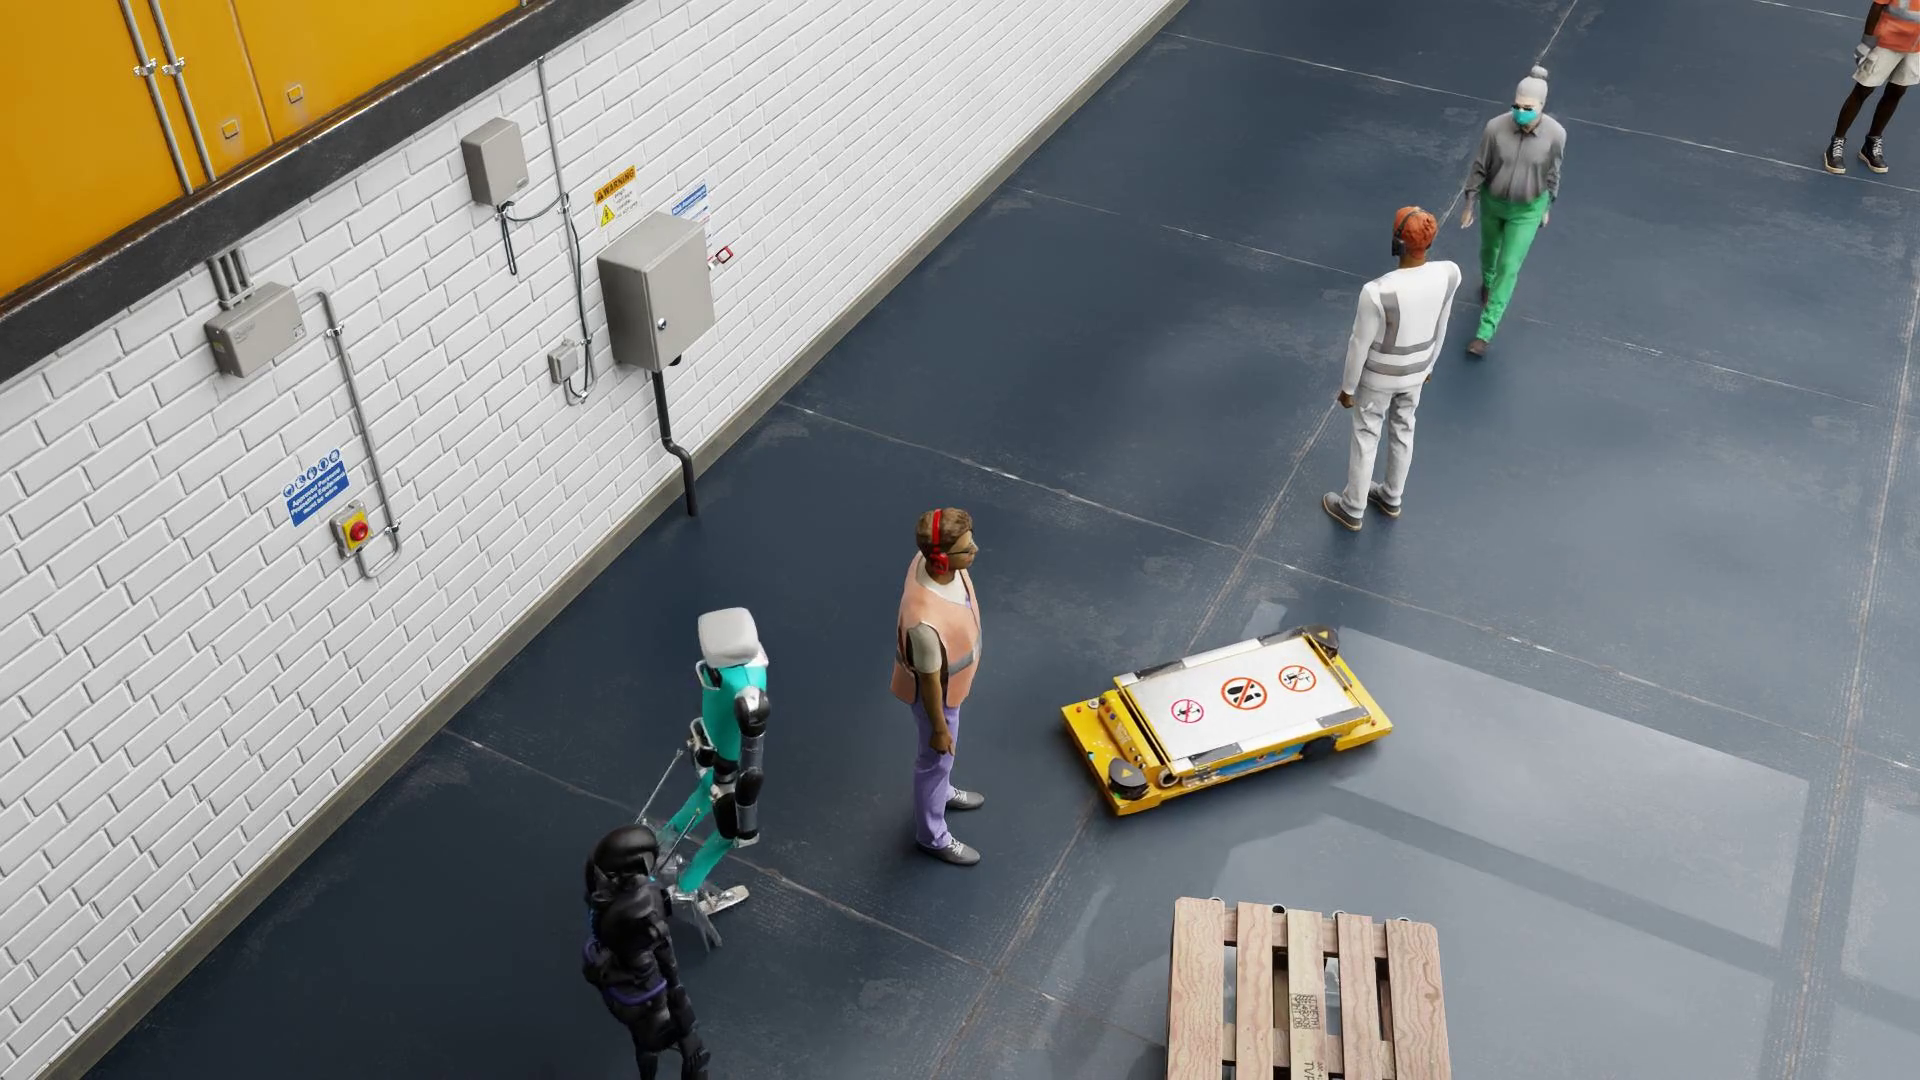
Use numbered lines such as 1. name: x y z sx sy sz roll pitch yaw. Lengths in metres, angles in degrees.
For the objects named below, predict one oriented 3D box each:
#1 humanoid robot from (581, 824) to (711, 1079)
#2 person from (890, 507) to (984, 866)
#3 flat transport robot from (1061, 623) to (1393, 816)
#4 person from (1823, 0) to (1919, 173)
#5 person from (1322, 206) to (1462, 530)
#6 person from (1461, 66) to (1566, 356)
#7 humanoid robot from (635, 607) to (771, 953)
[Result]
1. humanoid robot: -1.134 1.581 5.930 0.322 1.653 0.611 -29 49 -30
2. person: -0.087 0.602 6.930 0.391 1.849 0.563 3 41 4
3. flat transport robot: 1.264 0.830 7.876 1.431 0.231 0.659 -14 43 -15
4. person: 6.575 -3.494 11.591 0.611 1.963 0.362 -2 41 -2
5. person: 2.227 -0.863 8.616 0.566 1.874 0.354 -14 43 -16
6. person: 3.316 -2.047 10.059 0.527 1.781 1.018 17 44 19
7. humanoid robot: -1.047 1.036 6.537 0.674 1.821 0.536 -16 43 -17
